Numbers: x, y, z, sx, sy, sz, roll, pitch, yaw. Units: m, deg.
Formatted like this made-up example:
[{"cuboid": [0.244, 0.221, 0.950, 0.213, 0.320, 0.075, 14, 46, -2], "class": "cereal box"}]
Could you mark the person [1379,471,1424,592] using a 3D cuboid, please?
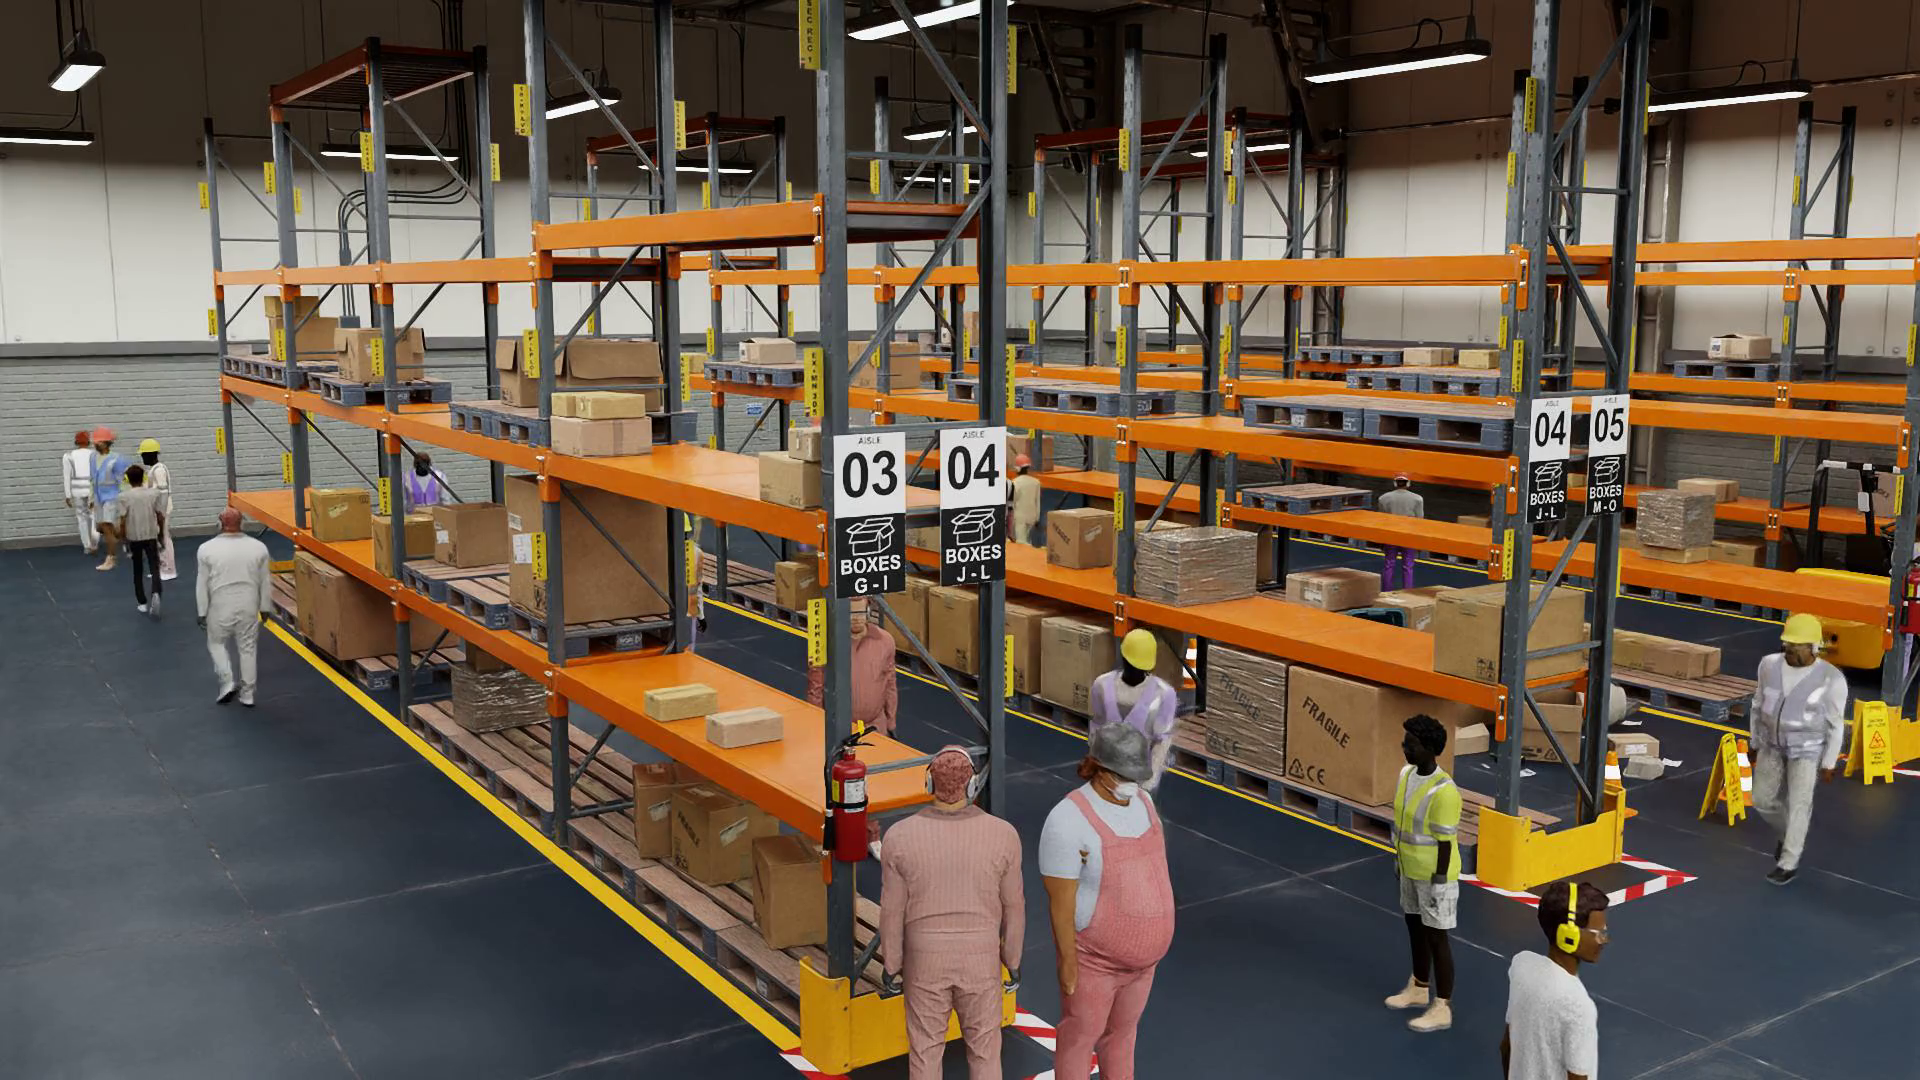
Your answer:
[{"cuboid": [5.450, -0.032, 20.562, 0.565, 1.744, 0.355, 4, 10, 27], "class": "person"}]

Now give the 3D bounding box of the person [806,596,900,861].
[{"cuboid": [-0.716, 1.272, 11.341, 0.655, 1.904, 0.407, -3, 9, -21], "class": "person"}]

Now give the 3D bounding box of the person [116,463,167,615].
[{"cuboid": [-9.855, -0.007, 20.081, 0.525, 1.845, 0.785, -5, 10, -30], "class": "person"}]

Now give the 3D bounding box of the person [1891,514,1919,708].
[{"cuboid": [8.954, 0.667, 15.570, 0.506, 1.846, 0.346, 2, 9, 15], "class": "person"}]

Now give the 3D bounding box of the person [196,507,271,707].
[{"cuboid": [-6.824, 0.634, 15.627, 0.687, 1.888, 0.457, -6, 11, -36], "class": "person"}]

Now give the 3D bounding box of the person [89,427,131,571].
[{"cuboid": [-11.926, -0.592, 23.362, 0.632, 2.028, 0.674, 4, 9, 25], "class": "person"}]

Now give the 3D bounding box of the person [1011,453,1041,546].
[{"cuboid": [0.877, -0.297, 22.368, 0.565, 1.733, 0.711, -7, 11, -37], "class": "person"}]

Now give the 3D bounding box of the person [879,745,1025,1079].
[{"cuboid": [-0.036, 1.856, 7.449, 0.650, 1.906, 0.401, 0, 9, -3], "class": "person"}]

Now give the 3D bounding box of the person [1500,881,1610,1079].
[{"cuboid": [2.100, 2.110, 5.899, 0.330, 1.866, 0.512, -2, 9, -10], "class": "person"}]

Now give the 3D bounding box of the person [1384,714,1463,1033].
[{"cuboid": [2.474, 1.754, 8.853, 0.322, 1.690, 0.532, -2, 9, -13], "class": "person"}]

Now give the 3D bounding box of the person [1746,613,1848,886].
[{"cuboid": [5.520, 1.366, 10.992, 0.466, 1.820, 0.614, -6, 10, -35], "class": "person"}]

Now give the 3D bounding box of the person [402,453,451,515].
[{"cuboid": [-6.973, -0.234, 21.746, 0.628, 1.799, 0.896, -3, 9, -20], "class": "person"}]

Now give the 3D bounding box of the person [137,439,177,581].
[{"cuboid": [-10.841, -0.405, 22.437, 0.382, 1.924, 0.594, -6, 10, -35], "class": "person"}]

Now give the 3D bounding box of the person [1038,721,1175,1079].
[{"cuboid": [0.706, 1.789, 7.449, 0.536, 2.000, 0.674, 8, 12, 44], "class": "person"}]

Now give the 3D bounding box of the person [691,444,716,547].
[{"cuboid": [-3.832, -0.654, 25.187, 0.503, 1.600, 0.815, -6, 11, -37], "class": "person"}]

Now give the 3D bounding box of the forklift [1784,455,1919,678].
[{"cuboid": [9.643, 0.253, 17.172, 2.313, 2.155, 1.214, -6, 10, -33], "class": "forklift"}]

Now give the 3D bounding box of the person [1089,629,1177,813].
[{"cuboid": [1.062, 1.445, 10.383, 0.606, 1.852, 0.995, 4, 10, 27], "class": "person"}]

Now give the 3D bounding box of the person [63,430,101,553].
[{"cuboid": [-12.911, -0.691, 24.585, 0.587, 1.865, 0.743, -4, 9, -25], "class": "person"}]
